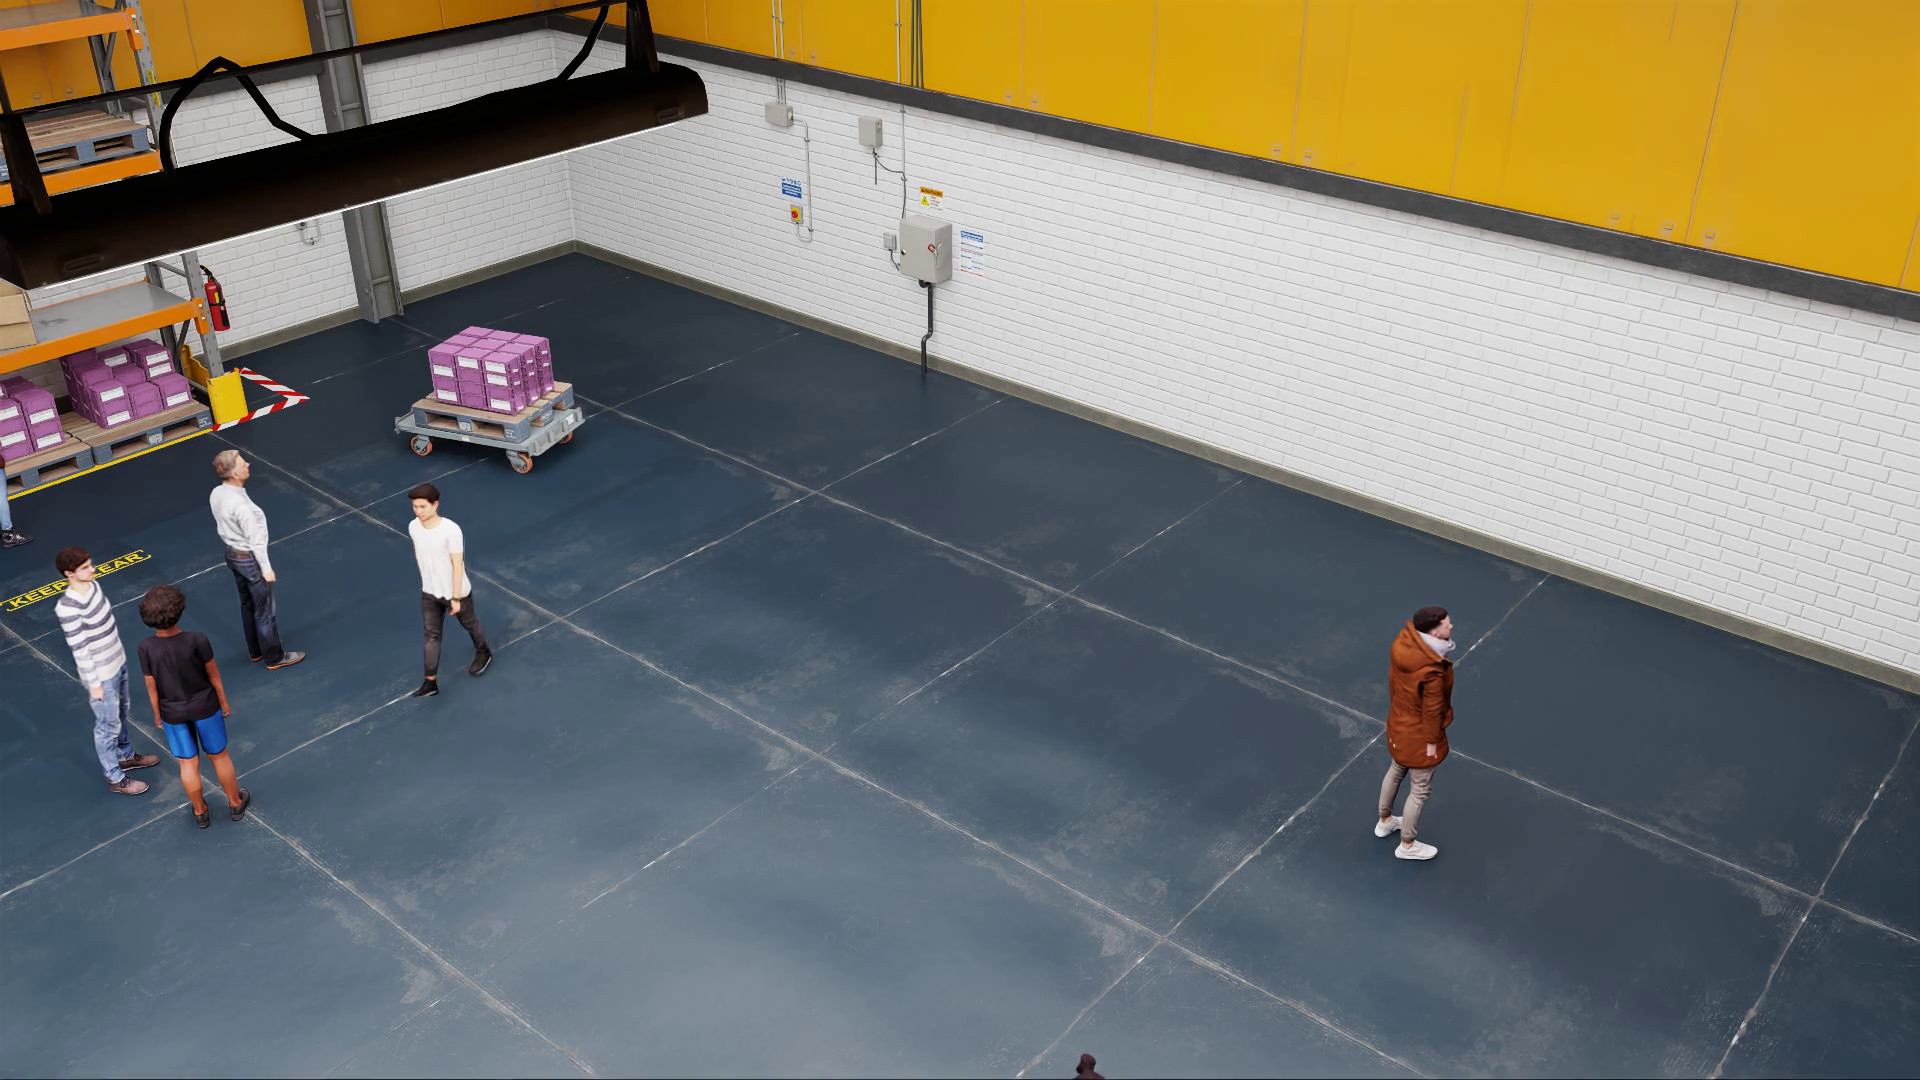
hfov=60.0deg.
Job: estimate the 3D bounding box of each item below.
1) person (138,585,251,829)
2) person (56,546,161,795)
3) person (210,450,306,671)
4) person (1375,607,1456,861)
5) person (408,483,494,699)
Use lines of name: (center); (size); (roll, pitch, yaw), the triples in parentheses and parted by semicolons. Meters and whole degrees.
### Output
person: (-5.090, 1.103, 10.981); (0.657, 1.797, 0.766); (-10, 30, -18)
person: (-5.872, 0.862, 11.364); (0.759, 1.853, 0.712); (-4, 29, -7)
person: (-5.443, 0.137, 12.727); (0.644, 1.820, 0.536); (22, 36, 35)
person: (2.936, 1.223, 10.718); (0.889, 1.839, 0.849); (-8, 30, -14)
person: (-3.818, 0.318, 12.540); (0.895, 1.681, 1.159); (9, 30, 16)
